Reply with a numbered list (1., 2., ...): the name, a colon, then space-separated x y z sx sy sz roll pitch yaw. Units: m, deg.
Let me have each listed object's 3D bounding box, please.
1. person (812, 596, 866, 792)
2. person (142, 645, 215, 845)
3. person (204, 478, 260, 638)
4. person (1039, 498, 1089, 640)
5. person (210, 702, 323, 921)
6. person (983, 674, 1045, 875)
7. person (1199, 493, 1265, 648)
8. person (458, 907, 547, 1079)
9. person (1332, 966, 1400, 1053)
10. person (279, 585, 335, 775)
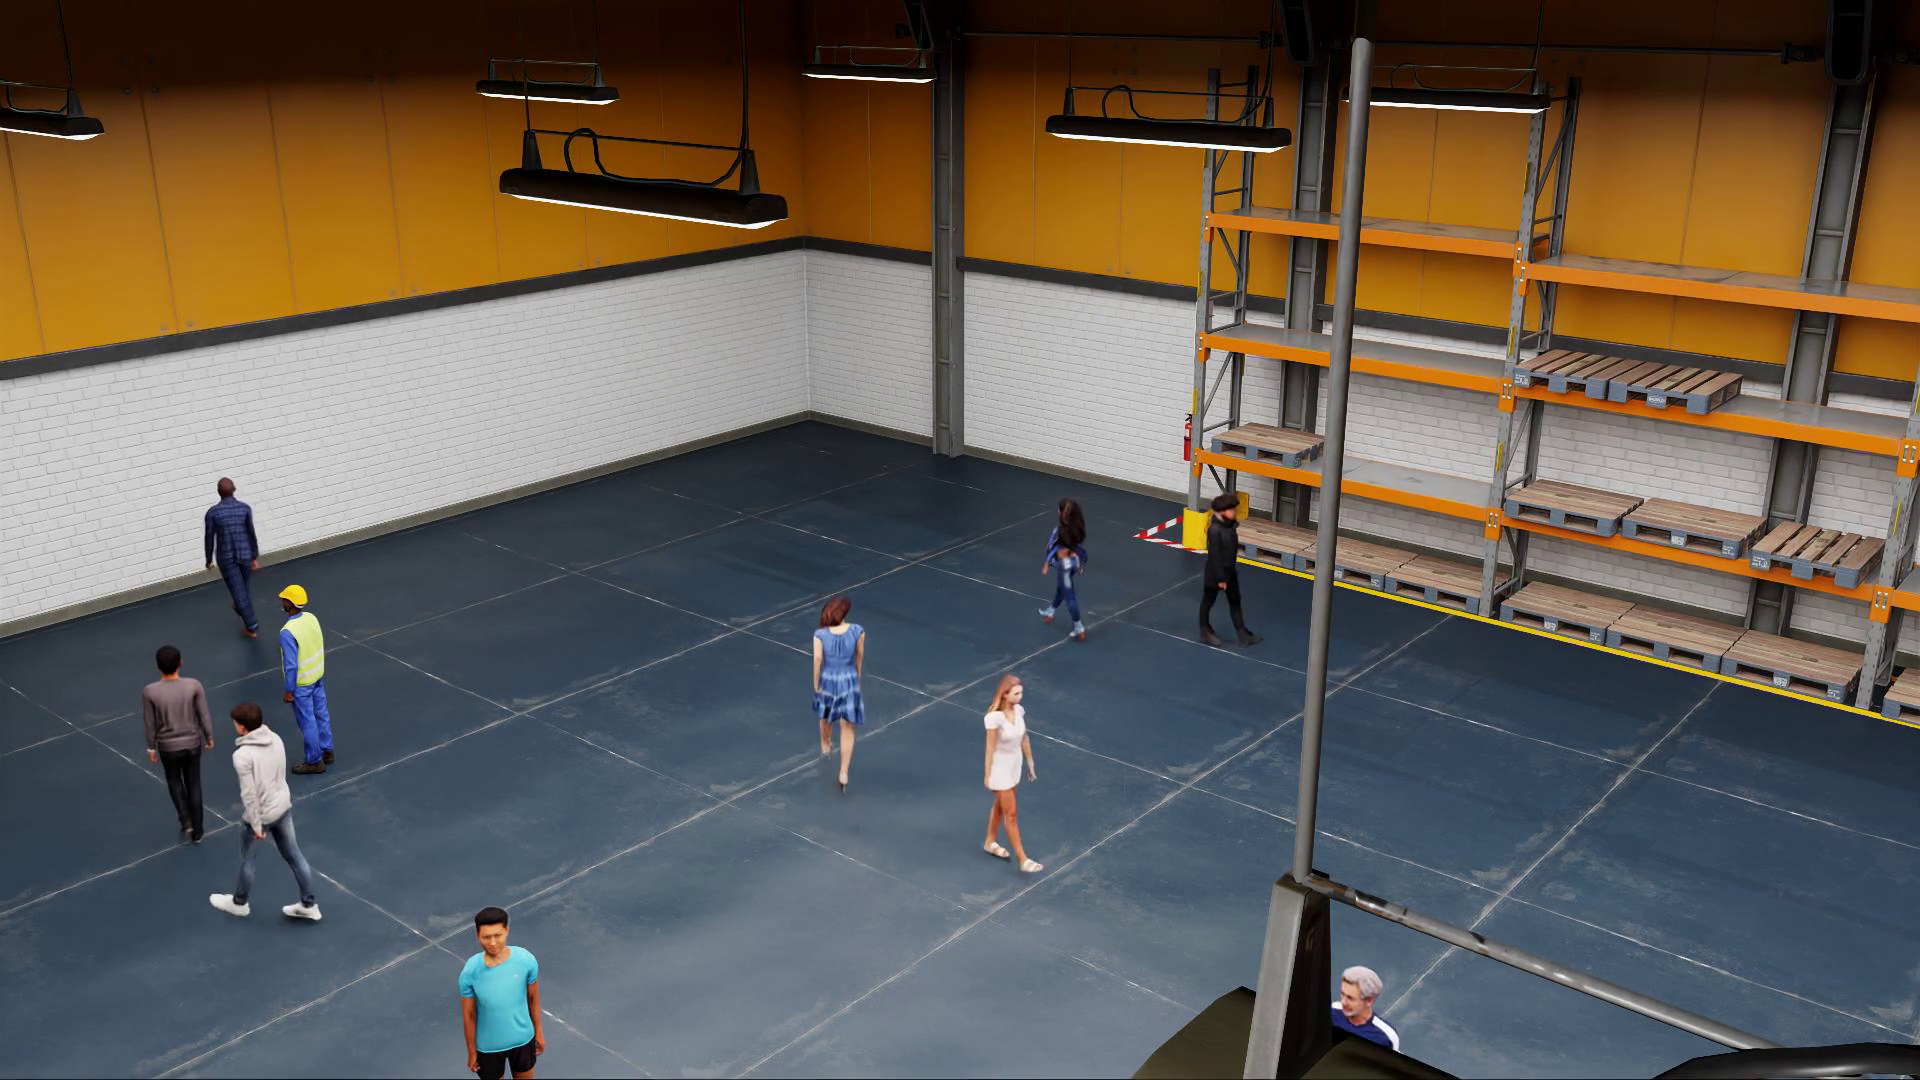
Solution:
1. person: -1.061 1.419 14.957 1.087 1.750 1.182 -3 19 -8
2. person: -6.547 1.755 13.950 0.762 1.756 0.745 16 25 40
3. person: -8.014 0.229 18.456 1.127 1.773 0.701 17 25 41
4. person: 1.233 0.346 18.406 0.732 1.582 1.042 -16 24 -39
5. person: -5.232 2.119 12.779 1.216 1.814 0.978 5 19 16
6. person: 0.315 1.875 13.725 0.951 1.672 0.595 16 25 40
7. person: 2.785 0.326 18.207 0.969 1.747 0.675 17 25 40
8. person: -2.779 3.033 10.126 0.687 1.775 0.663 -8 20 -23
9. person: 2.313 3.248 9.535 0.765 1.745 0.617 -15 24 -38
10. person: -6.035 1.268 15.307 0.755 1.813 0.754 3 19 10
